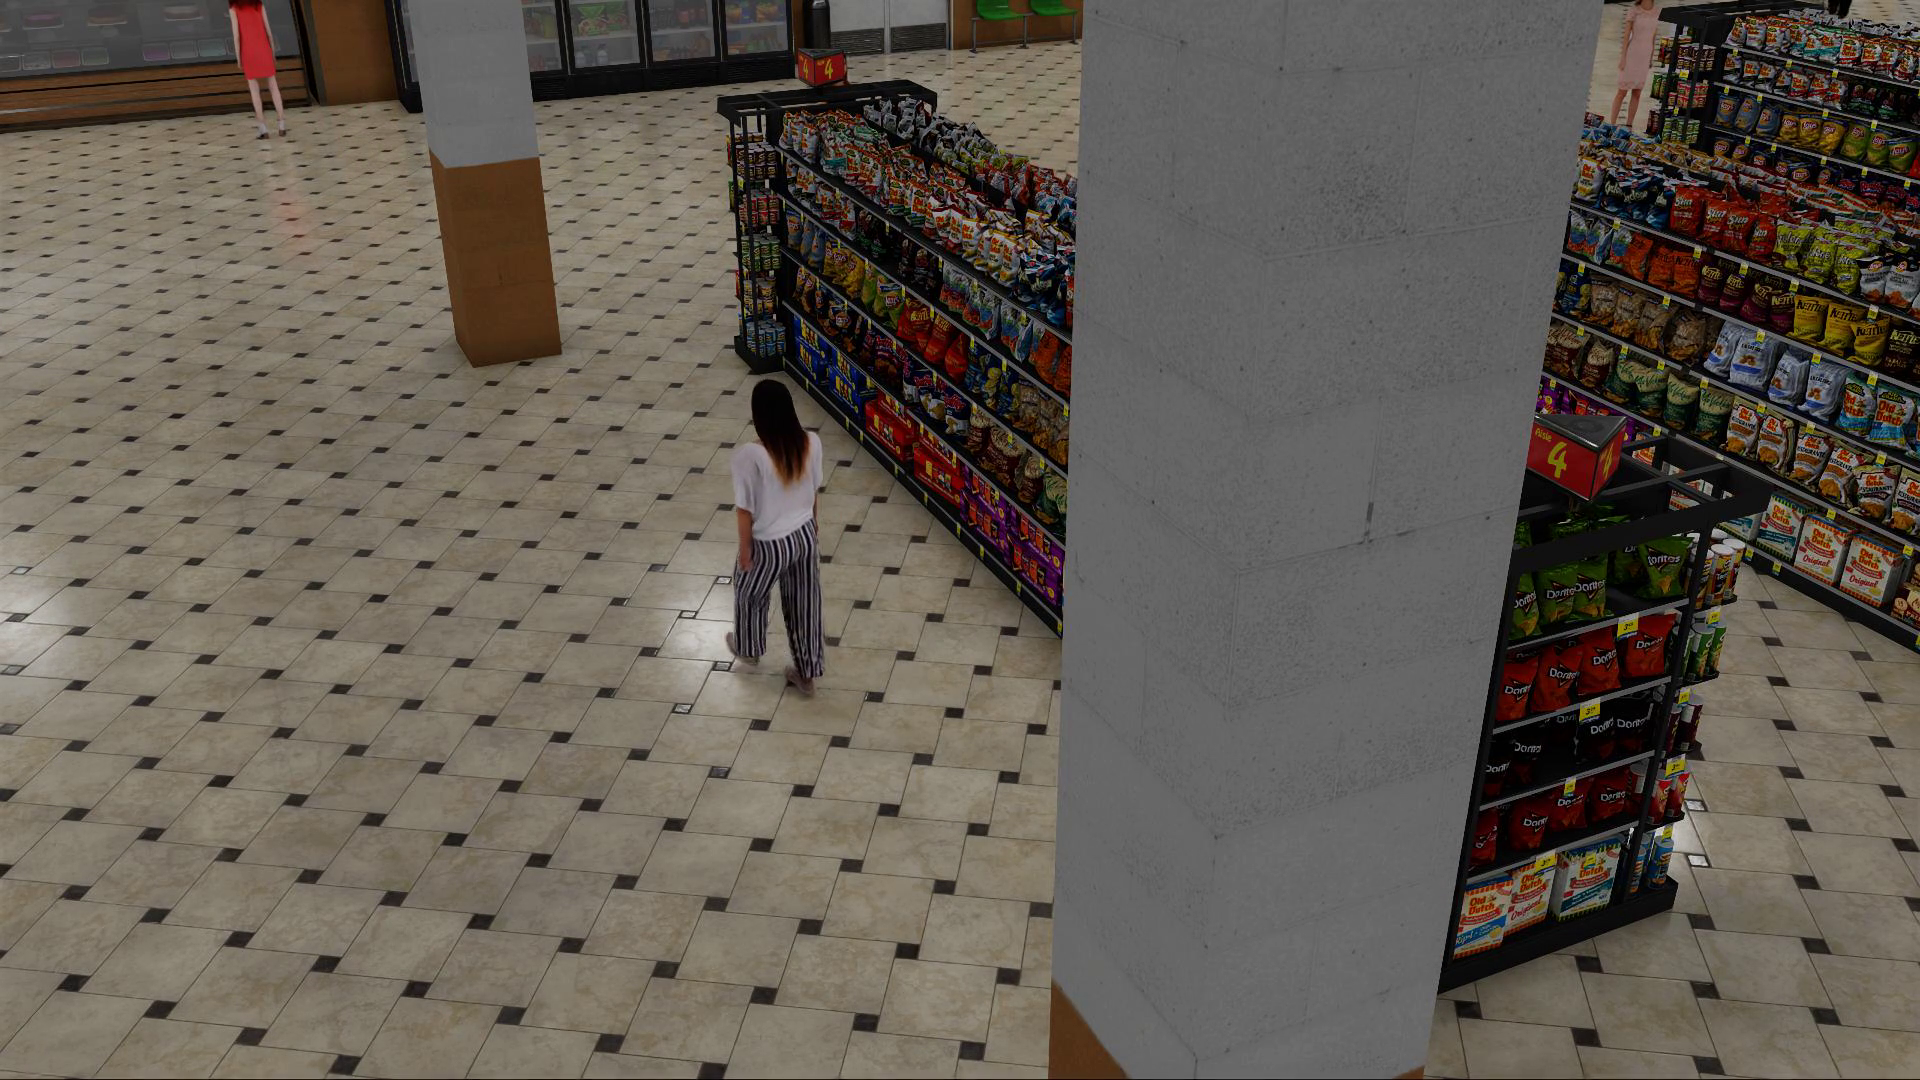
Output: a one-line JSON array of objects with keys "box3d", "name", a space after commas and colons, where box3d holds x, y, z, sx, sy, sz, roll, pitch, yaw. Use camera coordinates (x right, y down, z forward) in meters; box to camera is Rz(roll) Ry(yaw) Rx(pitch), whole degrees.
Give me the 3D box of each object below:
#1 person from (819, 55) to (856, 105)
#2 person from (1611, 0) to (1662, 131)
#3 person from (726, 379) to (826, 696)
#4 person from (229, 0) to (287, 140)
[{"box3d": [-1.142, -3.738, 15.702, 0.599, 1.726, 0.560, -18, 32, -32], "name": "person"}, {"box3d": [7.744, -5.502, 19.064, 0.623, 1.831, 0.589, -4, 27, -8], "name": "person"}, {"box3d": [-0.870, 0.024, 8.362, 0.785, 1.655, 1.004, -17, 31, -30], "name": "person"}, {"box3d": [-8.133, -5.580, 19.224, 0.653, 1.826, 0.601, -21, 33, -35], "name": "person"}]
